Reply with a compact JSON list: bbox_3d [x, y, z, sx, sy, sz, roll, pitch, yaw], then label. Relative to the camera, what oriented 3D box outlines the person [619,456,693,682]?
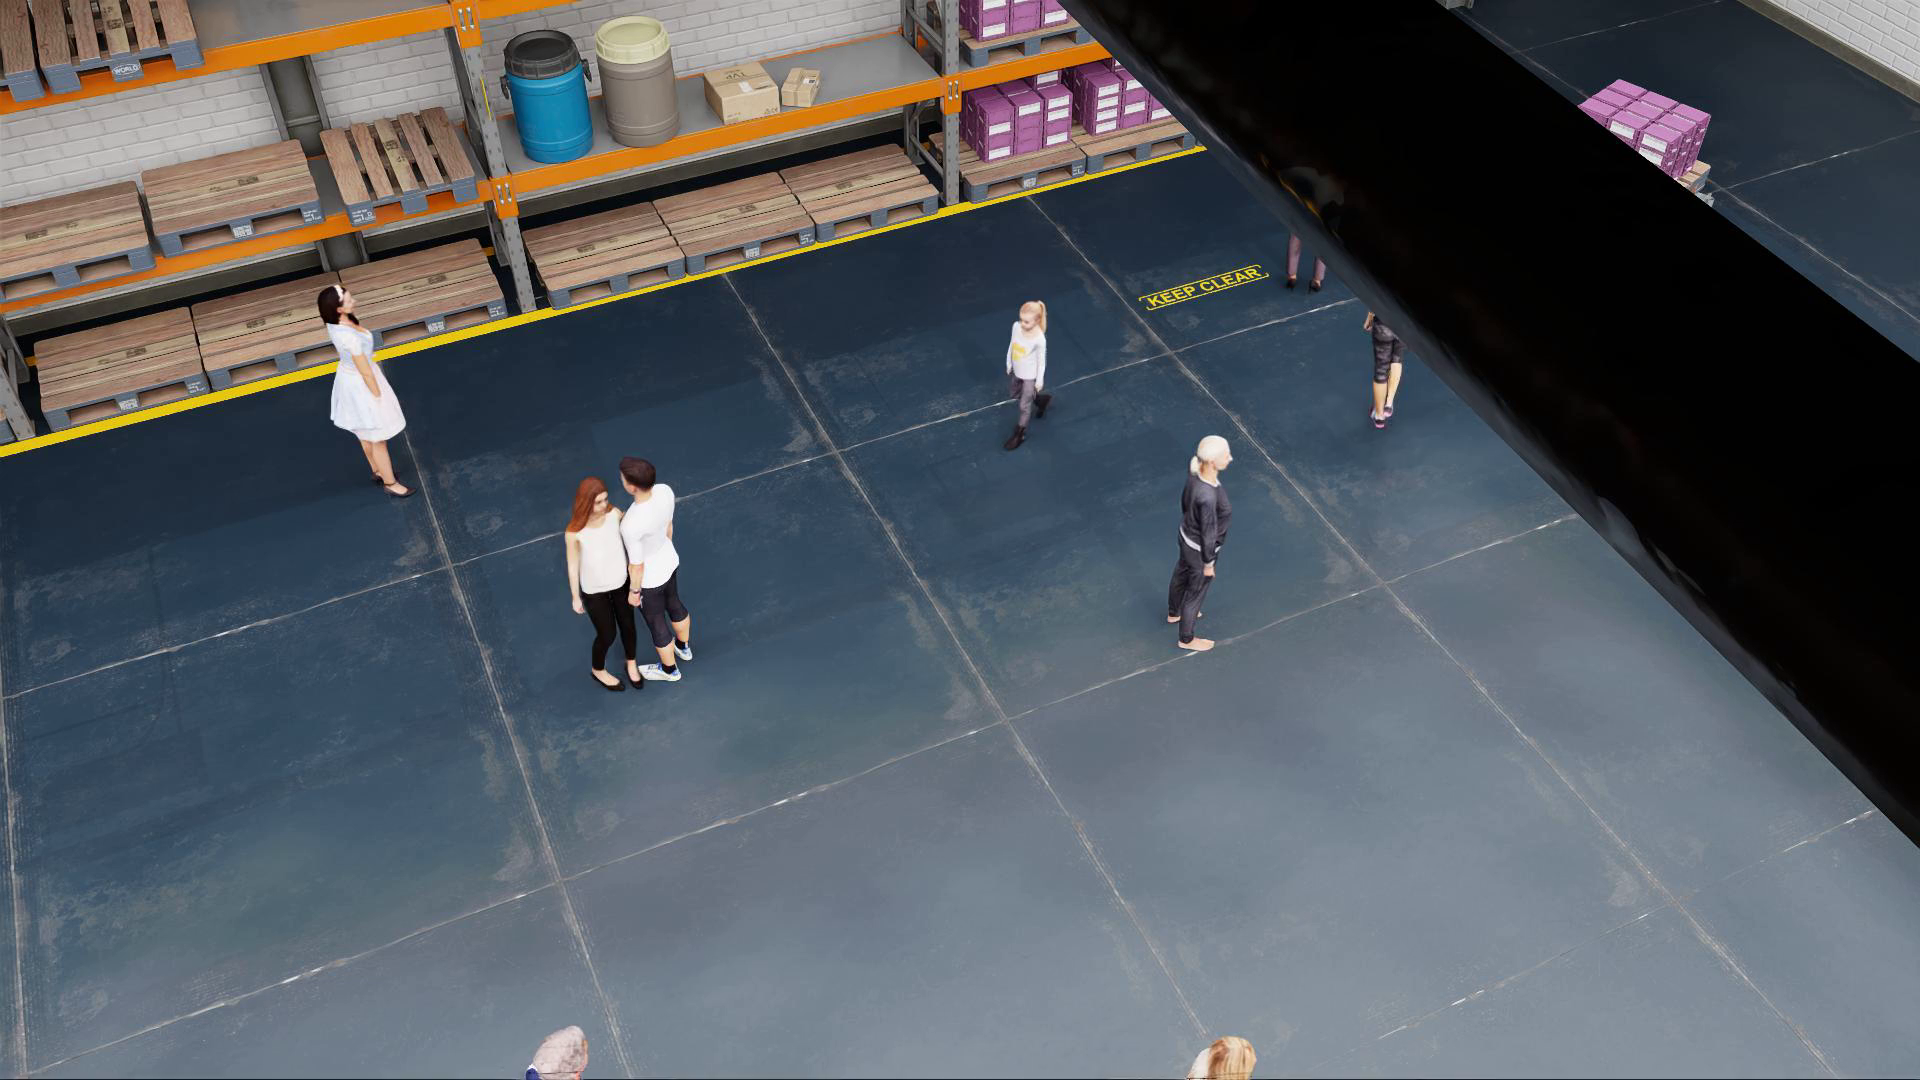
[{"bbox_3d":[-1.956,0.179,10.673,0.803,1.853,0.740,15,46,15],"label":"person"}]

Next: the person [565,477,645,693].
[{"bbox_3d":[-2.287,0.255,10.697,0.609,1.711,0.745,-24,49,-23],"label":"person"}]

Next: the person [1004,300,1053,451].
[{"bbox_3d":[0.538,-1.304,12.654,0.836,1.267,0.634,-33,53,-30],"label":"person"}]

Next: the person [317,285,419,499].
[{"bbox_3d":[-4.304,-1.060,11.999,0.771,1.818,0.749,-26,49,-25],"label":"person"}]

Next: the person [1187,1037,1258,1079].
[{"bbox_3d":[1.083,2.891,7.859,0.868,1.809,0.756,-2,44,-2],"label":"person"}]

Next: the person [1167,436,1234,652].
[{"bbox_3d":[1.573,-0.004,10.957,0.604,1.726,0.664,-7,44,-7],"label":"person"}]
